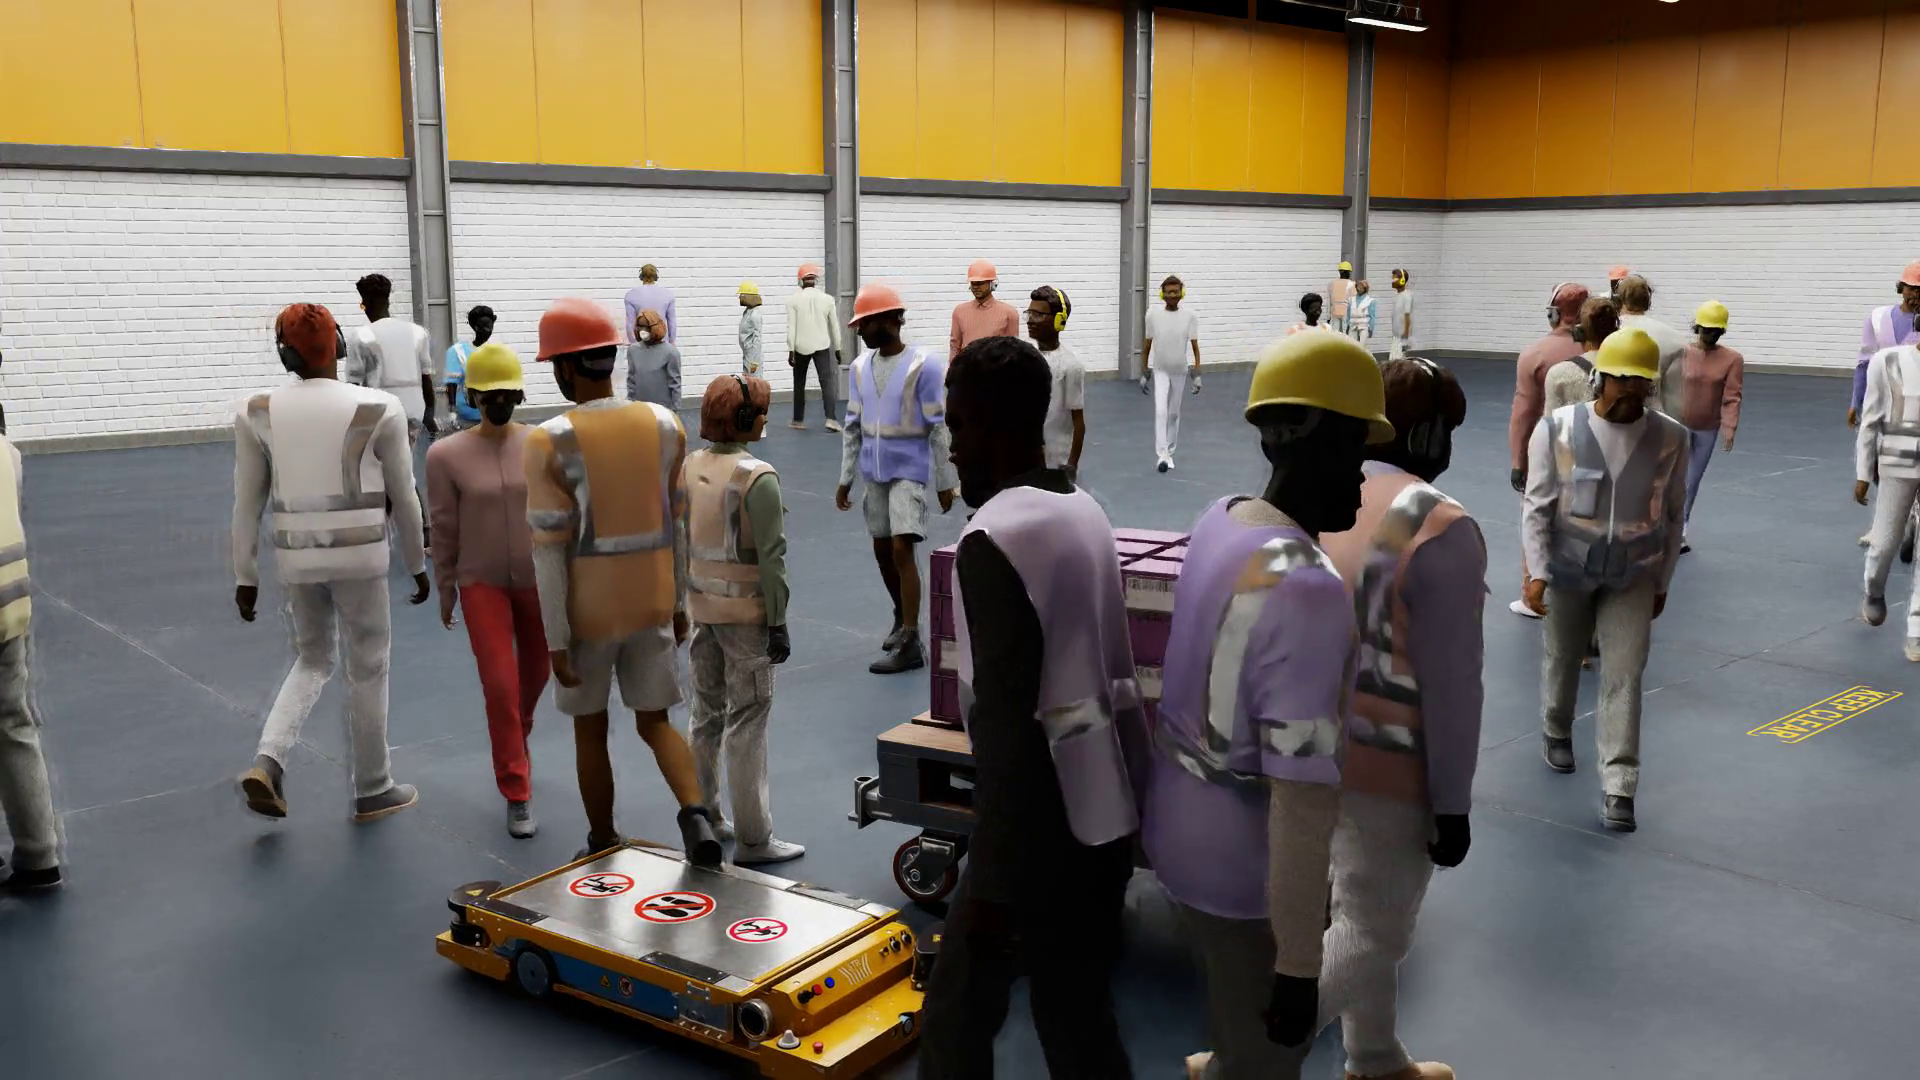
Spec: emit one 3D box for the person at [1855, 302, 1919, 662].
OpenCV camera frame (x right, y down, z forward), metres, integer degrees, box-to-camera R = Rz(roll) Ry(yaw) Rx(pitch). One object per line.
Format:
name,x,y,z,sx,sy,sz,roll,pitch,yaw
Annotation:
person,4.891,-0.349,8.504,0.585,1.866,0.717,3,10,18

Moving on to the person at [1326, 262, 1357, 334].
person,6.891,-4.046,29.977,0.585,1.921,0.383,6,12,33

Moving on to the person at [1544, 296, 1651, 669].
person,3.096,-0.275,8.162,0.543,1.828,0.404,0,10,-2

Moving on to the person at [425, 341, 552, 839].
person,-1.648,0.133,6.058,0.561,1.728,0.825,-5,11,-25

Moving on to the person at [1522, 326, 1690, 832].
person,2.382,0.091,6.200,0.579,1.787,0.955,3,10,15

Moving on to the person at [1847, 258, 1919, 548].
person,6.532,-0.946,11.538,0.584,2.019,0.655,-8,12,-38

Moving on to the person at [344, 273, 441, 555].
person,-3.929,-0.864,11.397,1.045,1.894,0.628,7,12,37

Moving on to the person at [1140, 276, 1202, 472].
person,1.981,-1.536,15.545,0.557,1.825,0.932,0,10,2

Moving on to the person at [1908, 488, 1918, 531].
person,7.394,-1.033,12.412,0.630,1.910,0.902,9,13,44

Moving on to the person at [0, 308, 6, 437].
person,-9.210,-1.617,15.408,0.536,2.000,0.673,1,10,4

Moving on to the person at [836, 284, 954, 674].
person,-0.347,-0.322,8.331,0.594,1.883,0.706,7,12,34

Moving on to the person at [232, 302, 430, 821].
person,-2.220,0.103,5.857,0.556,1.871,0.542,1,10,5

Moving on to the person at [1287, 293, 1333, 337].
person,3.377,-1.571,16.193,0.533,1.675,0.734,-5,11,-28

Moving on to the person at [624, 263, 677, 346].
person,-3.793,-2.424,20.431,0.632,1.940,0.372,-3,10,-19

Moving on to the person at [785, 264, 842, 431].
person,-1.685,-2.225,19.303,0.657,1.940,0.922,-3,10,-19

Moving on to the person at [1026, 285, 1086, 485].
person,0.430,-0.360,8.534,0.328,1.877,0.513,-7,12,-34

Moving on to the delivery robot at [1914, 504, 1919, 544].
delivery robot,6.563,-0.179,11.056,0.477,0.478,0.707,6,11,30

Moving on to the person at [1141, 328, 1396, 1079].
person,0.549,0.579,2.964,0.459,1.894,0.606,-1,10,-6

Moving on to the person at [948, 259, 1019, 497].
person,0.193,-1.334,13.882,0.621,1.992,0.397,4,10,20

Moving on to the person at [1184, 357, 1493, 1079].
person,0.841,0.499,3.723,0.759,1.810,0.671,-4,10,-22

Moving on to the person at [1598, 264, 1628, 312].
person,8.274,-2.509,20.971,0.630,1.926,0.558,-8,12,-38

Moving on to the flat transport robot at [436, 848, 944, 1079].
flat transport robot,-0.718,1.115,4.584,1.431,0.197,0.652,7,12,34

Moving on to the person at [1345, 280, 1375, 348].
person,6.668,-3.510,27.684,0.544,1.623,0.406,9,14,44

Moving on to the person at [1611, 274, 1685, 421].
person,4.057,-0.657,10.159,0.681,1.915,0.468,0,10,-2

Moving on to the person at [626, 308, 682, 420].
person,-2.383,-0.994,12.996,0.491,1.624,0.310,5,11,26

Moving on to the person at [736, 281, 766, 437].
person,-2.346,-2.012,18.590,0.296,1.745,0.485,-3,10,-20

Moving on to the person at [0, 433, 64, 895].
person,-3.093,0.261,5.091,0.474,1.804,0.654,0,10,2

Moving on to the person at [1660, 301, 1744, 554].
person,4.979,-0.746,11.230,0.539,1.711,0.870,2,10,9

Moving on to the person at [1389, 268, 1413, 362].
person,6.054,-2.762,22.644,0.564,1.857,0.528,-1,10,-7

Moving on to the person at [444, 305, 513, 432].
person,-3.701,-0.988,12.858,0.541,1.654,0.882,-4,10,-22

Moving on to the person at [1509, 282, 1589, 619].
person,3.321,-0.463,9.100,0.662,1.885,0.661,-1,10,-3

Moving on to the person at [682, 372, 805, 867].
person,-0.751,0.264,5.566,0.311,1.638,0.521,-9,13,-42

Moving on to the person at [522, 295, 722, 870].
person,-1.017,0.218,5.065,0.571,1.910,0.749,-7,12,-36

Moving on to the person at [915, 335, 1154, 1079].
person,0.069,0.551,3.205,0.797,1.865,0.679,4,10,22
